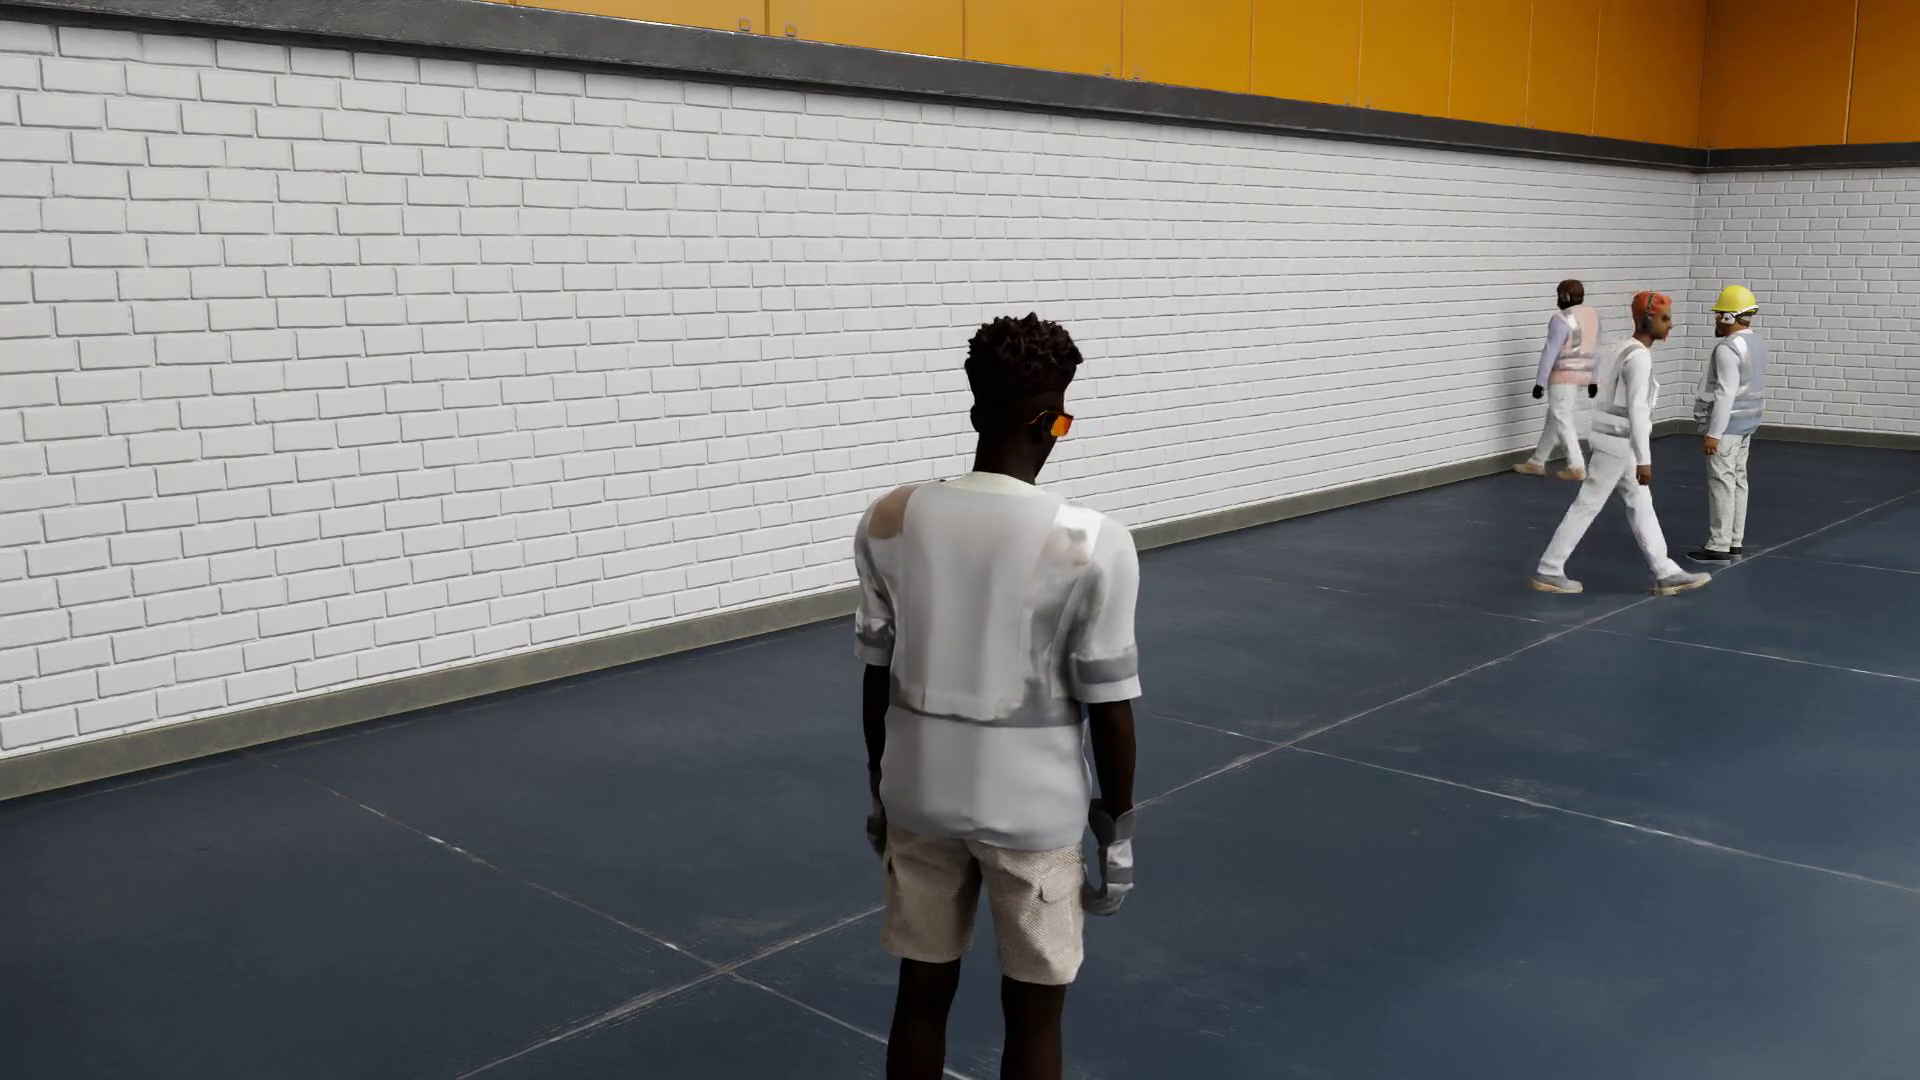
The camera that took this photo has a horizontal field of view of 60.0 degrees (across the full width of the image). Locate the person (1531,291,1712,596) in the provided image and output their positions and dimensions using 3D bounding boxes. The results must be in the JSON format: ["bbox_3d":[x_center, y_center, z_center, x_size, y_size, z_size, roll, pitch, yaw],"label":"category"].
[{"bbox_3d":[3.931,-0.544,9.832,1.027,1.810,0.602,3,10,16],"label":"person"}]

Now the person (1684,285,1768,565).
[{"bbox_3d":[5.045,-0.752,10.955,0.404,1.831,0.601,9,14,43],"label":"person"}]

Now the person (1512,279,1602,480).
[{"bbox_3d":[5.414,-1.445,15.031,0.662,1.792,0.772,-8,13,-40],"label":"person"}]

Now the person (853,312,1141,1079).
[{"bbox_3d":[0.076,0.525,3.359,0.610,1.952,0.396,5,11,25],"label":"person"}]
